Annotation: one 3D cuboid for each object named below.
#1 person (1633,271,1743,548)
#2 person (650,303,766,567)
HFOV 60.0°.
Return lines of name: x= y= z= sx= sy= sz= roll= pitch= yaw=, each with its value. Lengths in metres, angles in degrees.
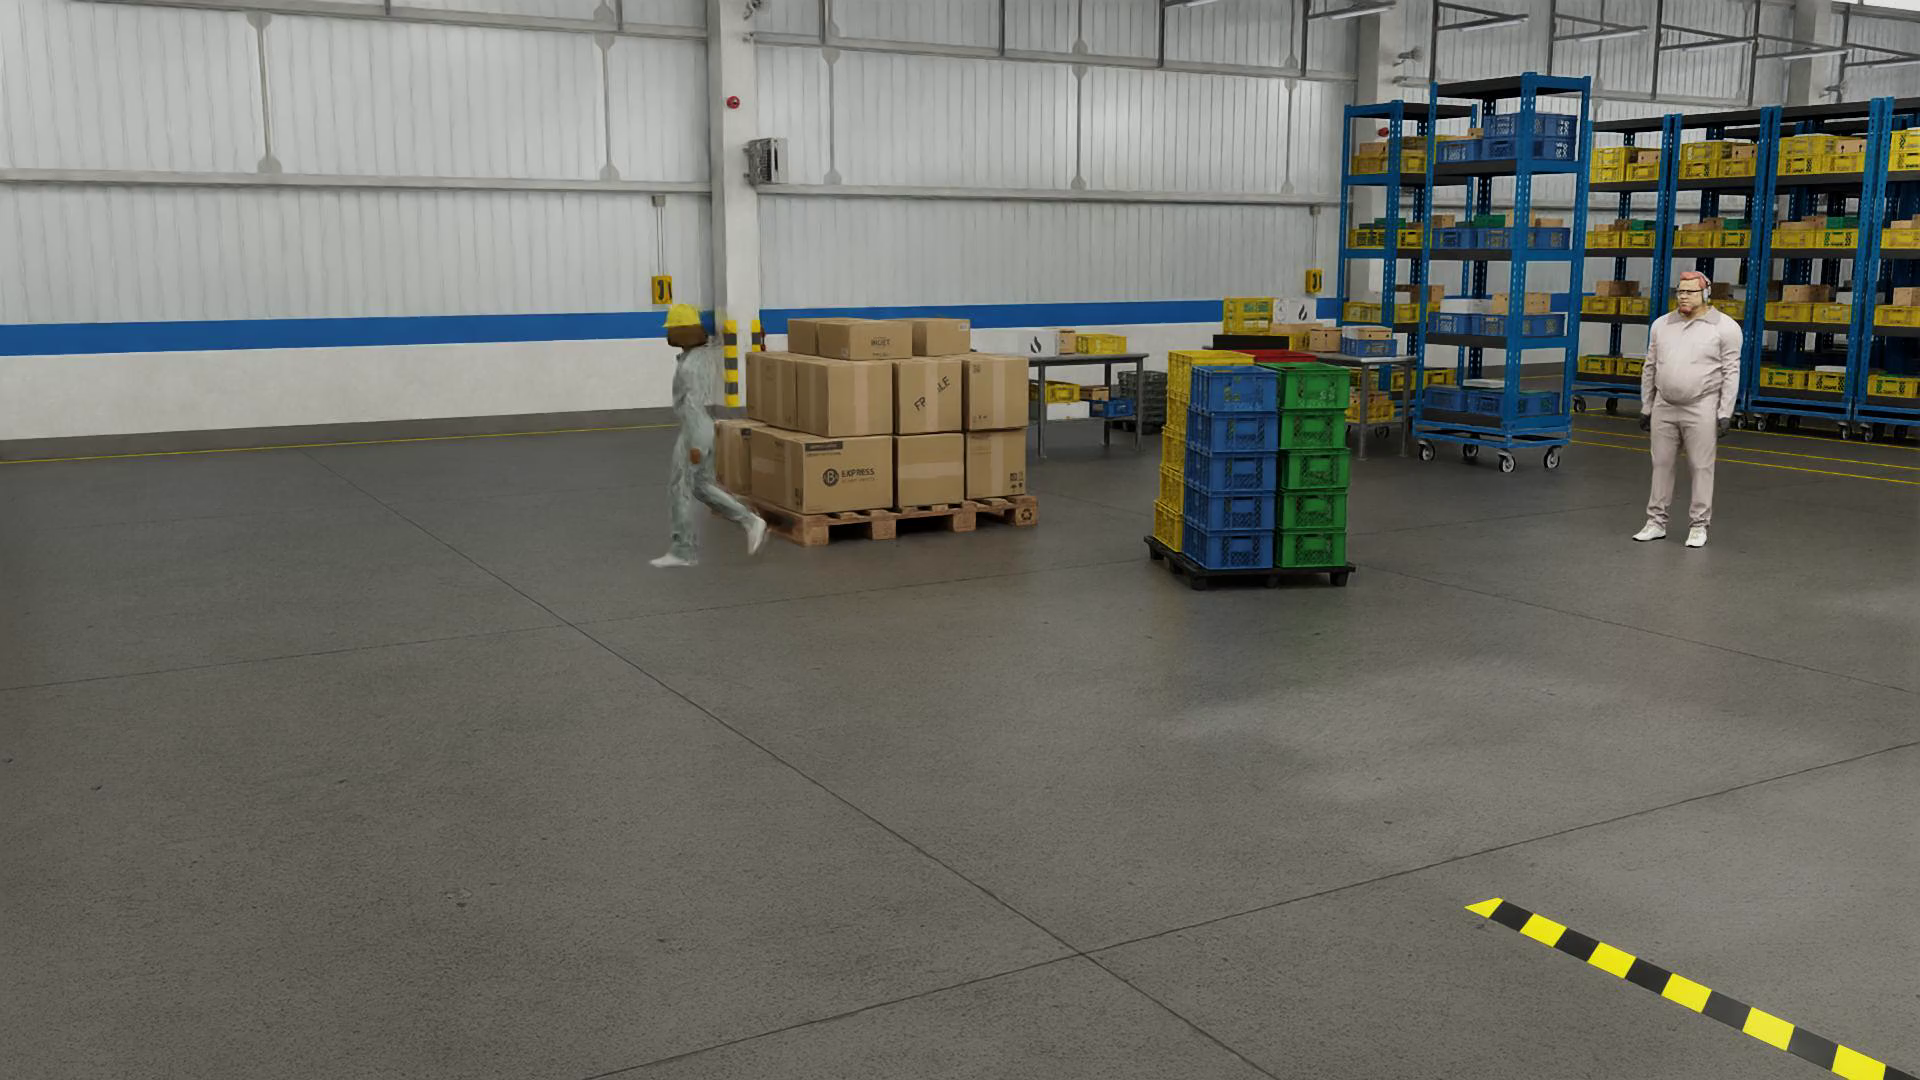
person: x=5.031 y=-0.903 z=11.543 sx=0.400 sy=1.907 sz=0.645 roll=-10 pitch=14 yaw=-43
person: x=-1.658 y=-0.676 z=10.776 sx=0.667 sy=1.717 sz=0.483 roll=0 pitch=10 yaw=1
